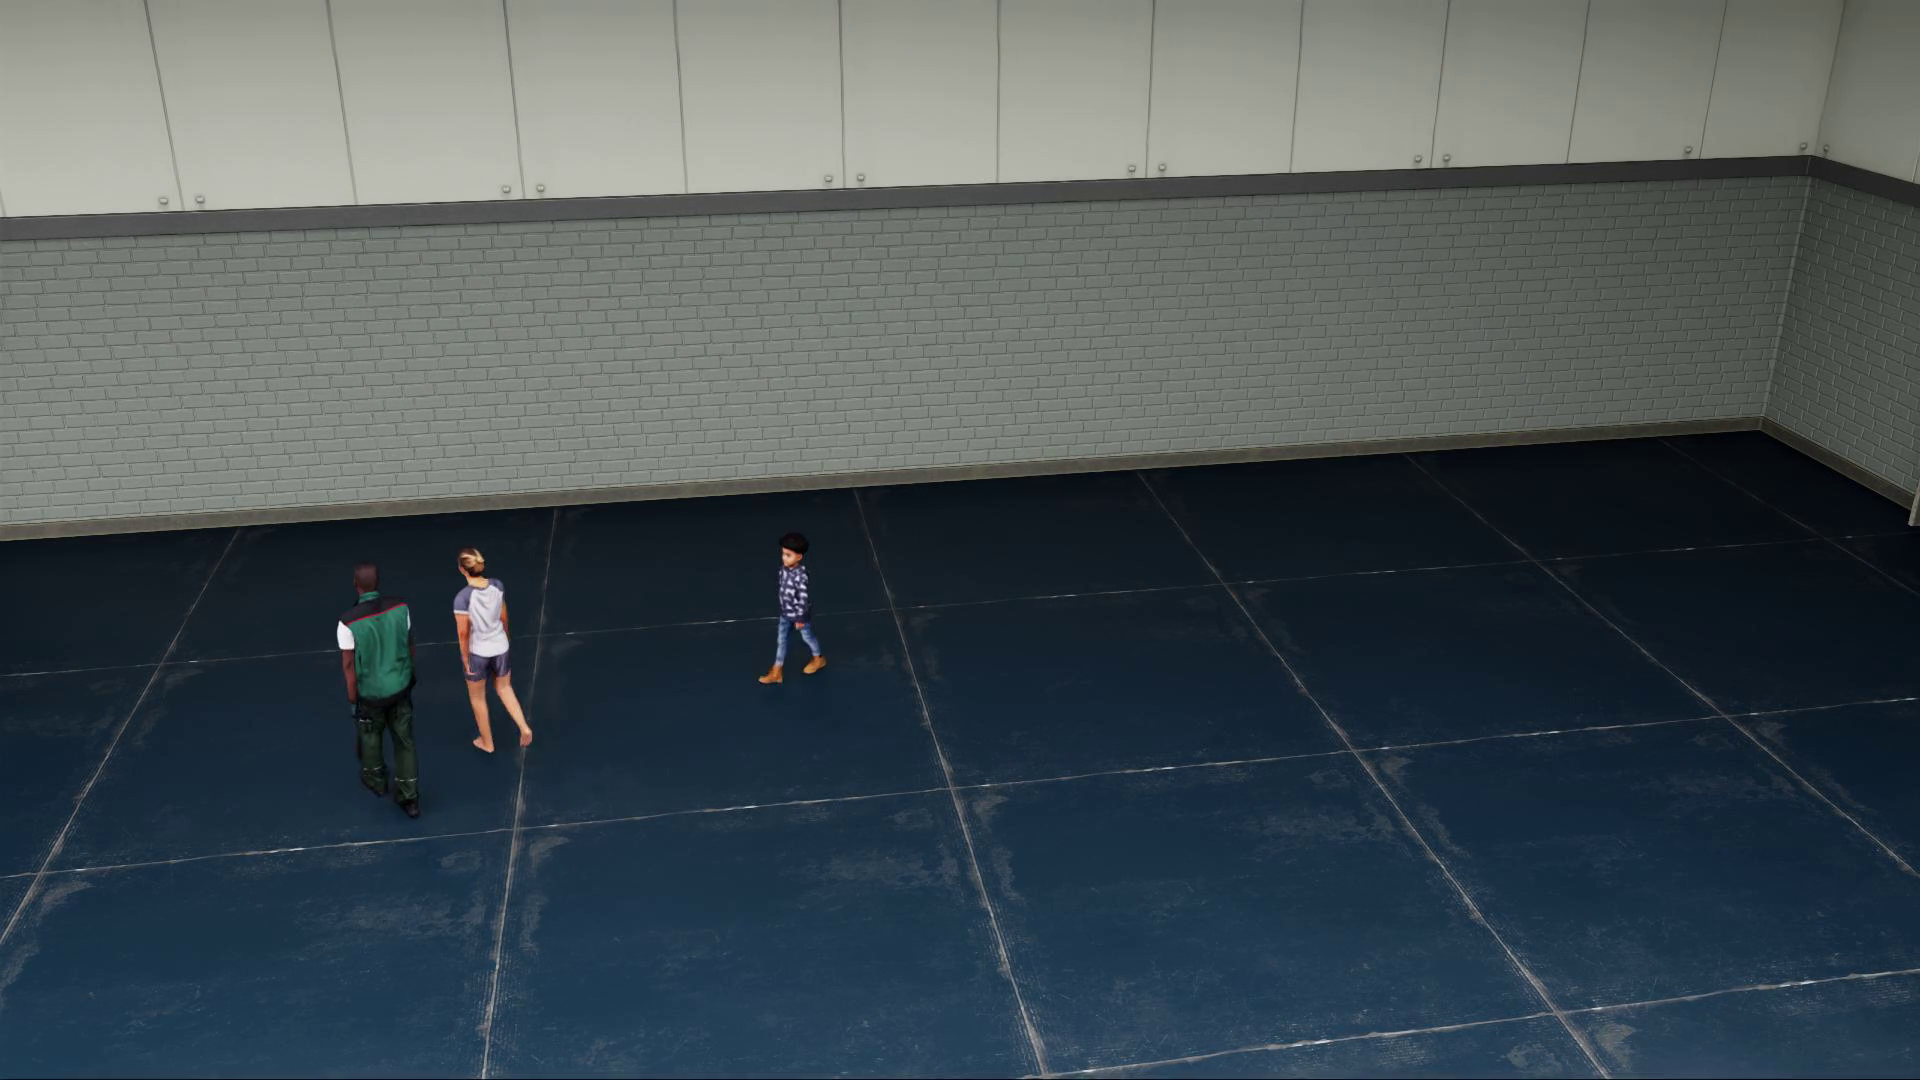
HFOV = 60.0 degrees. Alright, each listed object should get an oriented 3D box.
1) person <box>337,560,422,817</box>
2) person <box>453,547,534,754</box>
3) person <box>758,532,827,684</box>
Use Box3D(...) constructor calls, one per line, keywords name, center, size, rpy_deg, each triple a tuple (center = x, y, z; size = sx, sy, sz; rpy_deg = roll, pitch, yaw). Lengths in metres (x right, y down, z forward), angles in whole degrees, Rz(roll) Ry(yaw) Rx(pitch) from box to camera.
Box3D(name="person", center=(-3.814, 1.031, 11.118), size=(0.966, 1.817, 1.062), rpy_deg=(-21, 31, -40))
Box3D(name="person", center=(-3.336, 0.822, 11.871), size=(0.881, 1.612, 0.791), rpy_deg=(20, 30, 39))
Box3D(name="person", center=(-1.250, 0.528, 13.060), size=(0.850, 1.222, 0.862), rpy_deg=(-21, 31, -40))
